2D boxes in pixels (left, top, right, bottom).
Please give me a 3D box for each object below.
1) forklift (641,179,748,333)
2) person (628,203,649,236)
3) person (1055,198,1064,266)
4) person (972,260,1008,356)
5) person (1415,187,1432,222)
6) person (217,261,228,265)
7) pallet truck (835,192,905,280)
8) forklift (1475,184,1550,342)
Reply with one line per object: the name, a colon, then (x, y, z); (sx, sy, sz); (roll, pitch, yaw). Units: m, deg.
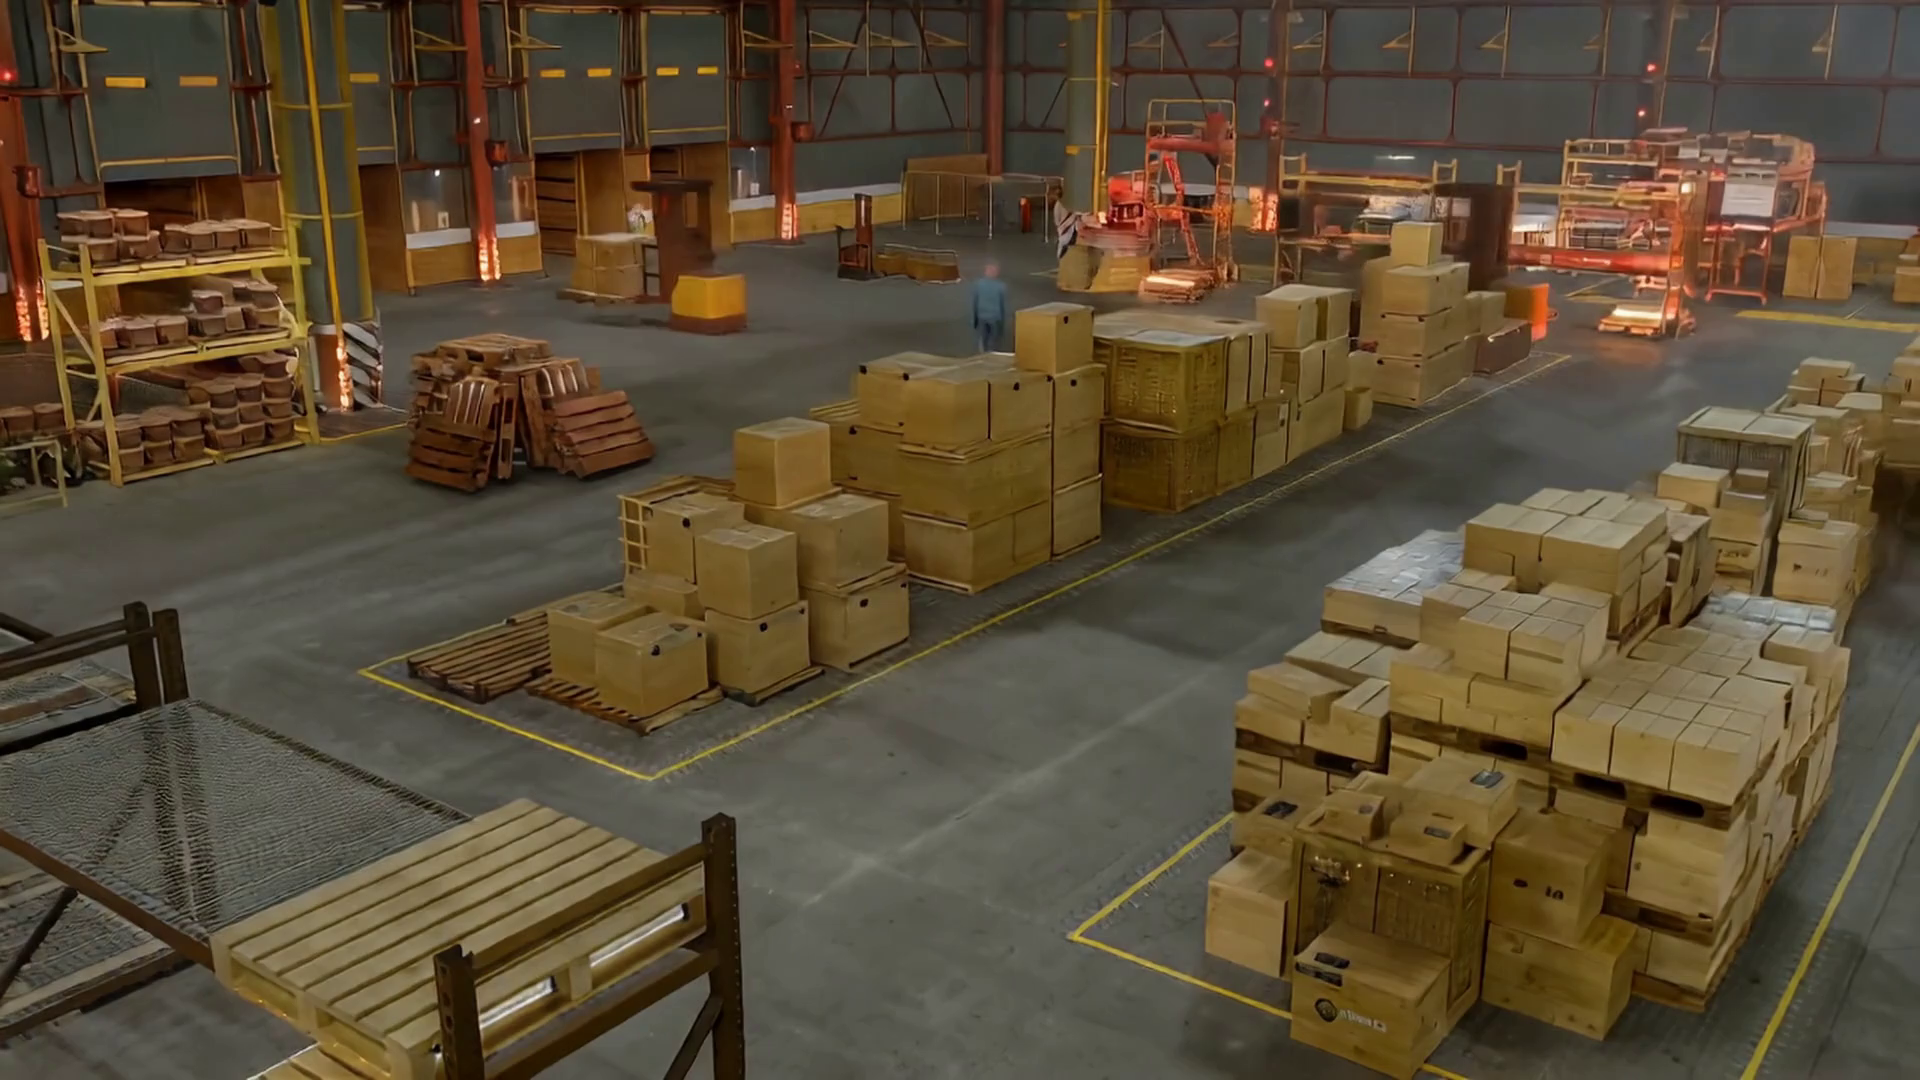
forklift: (-5.130, -5.487, 31.942); (1.873, 2.768, 1.129); (12, 21, 35)
person: (-7.752, -7.353, 40.308); (0.532, 1.587, 0.873); (10, 20, 30)
person: (2.613, -7.682, 40.813); (0.635, 1.937, 0.353); (12, 21, 35)
person: (0.489, -3.655, 27.504); (0.647, 1.927, 0.565); (7, 18, 22)
person: (11.787, -8.121, 42.264); (0.351, 1.942, 0.547); (-10, 19, -30)
person: (-12.378, -3.841, 28.189); (0.583, 1.882, 0.337); (15, 22, 40)
pallet truck: (-1.936, -7.159, 38.982); (1.885, 1.965, 0.823); (-12, 21, -34)
forklift: (9.924, -5.165, 30.877); (1.873, 2.768, 1.129); (12, 21, 35)
